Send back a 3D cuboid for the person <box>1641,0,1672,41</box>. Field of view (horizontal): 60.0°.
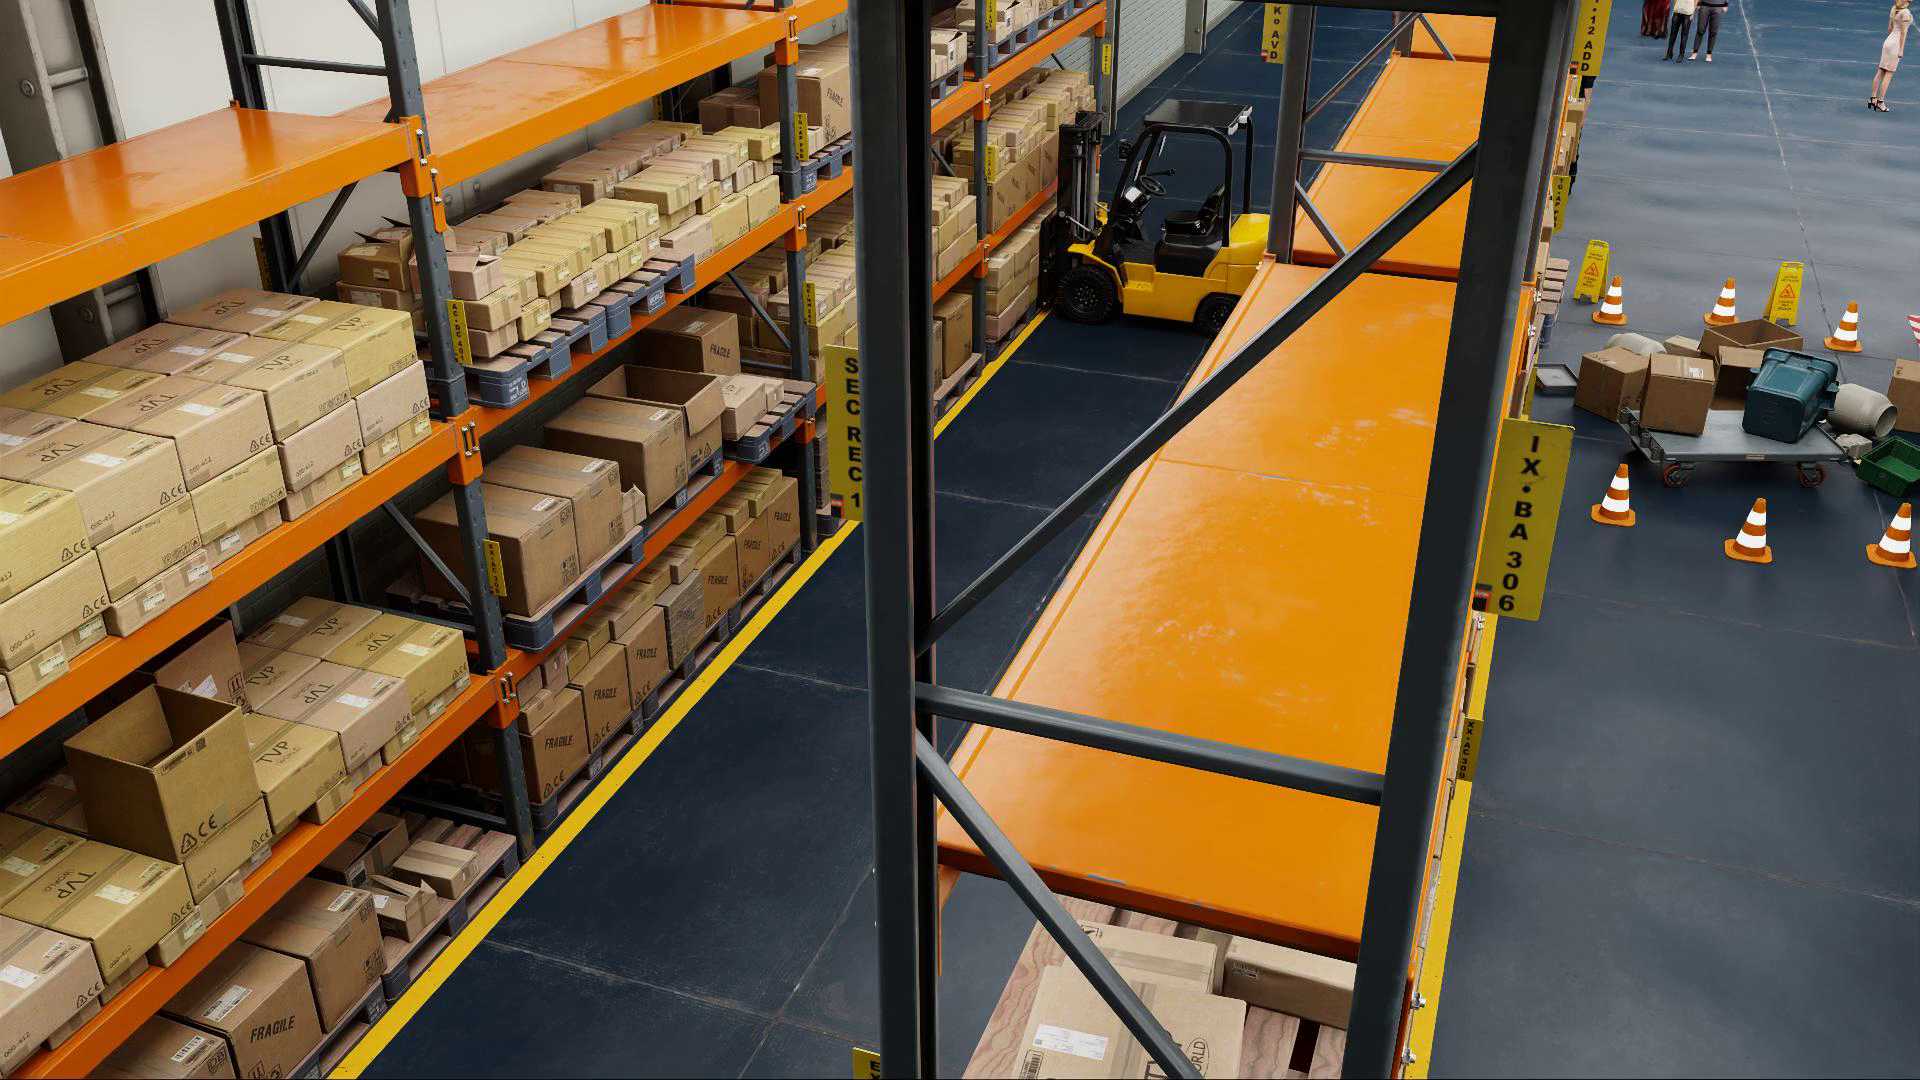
[{"bbox_3d":[12.578,-9.848,29.970,0.775,1.588,1.115,4,28,7],"label":"person"}]

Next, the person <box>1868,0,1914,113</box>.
[{"bbox_3d":[14.130,-7.453,25.215,0.697,1.831,0.561,-1,28,-2],"label":"person"}]

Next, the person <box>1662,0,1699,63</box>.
[{"bbox_3d":[12.329,-8.980,28.340,0.629,1.588,0.657,-24,36,-38],"label":"person"}]

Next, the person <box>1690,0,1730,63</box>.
[{"bbox_3d":[12.837,-9.133,28.363,0.665,1.838,0.535,11,30,19],"label":"person"}]
